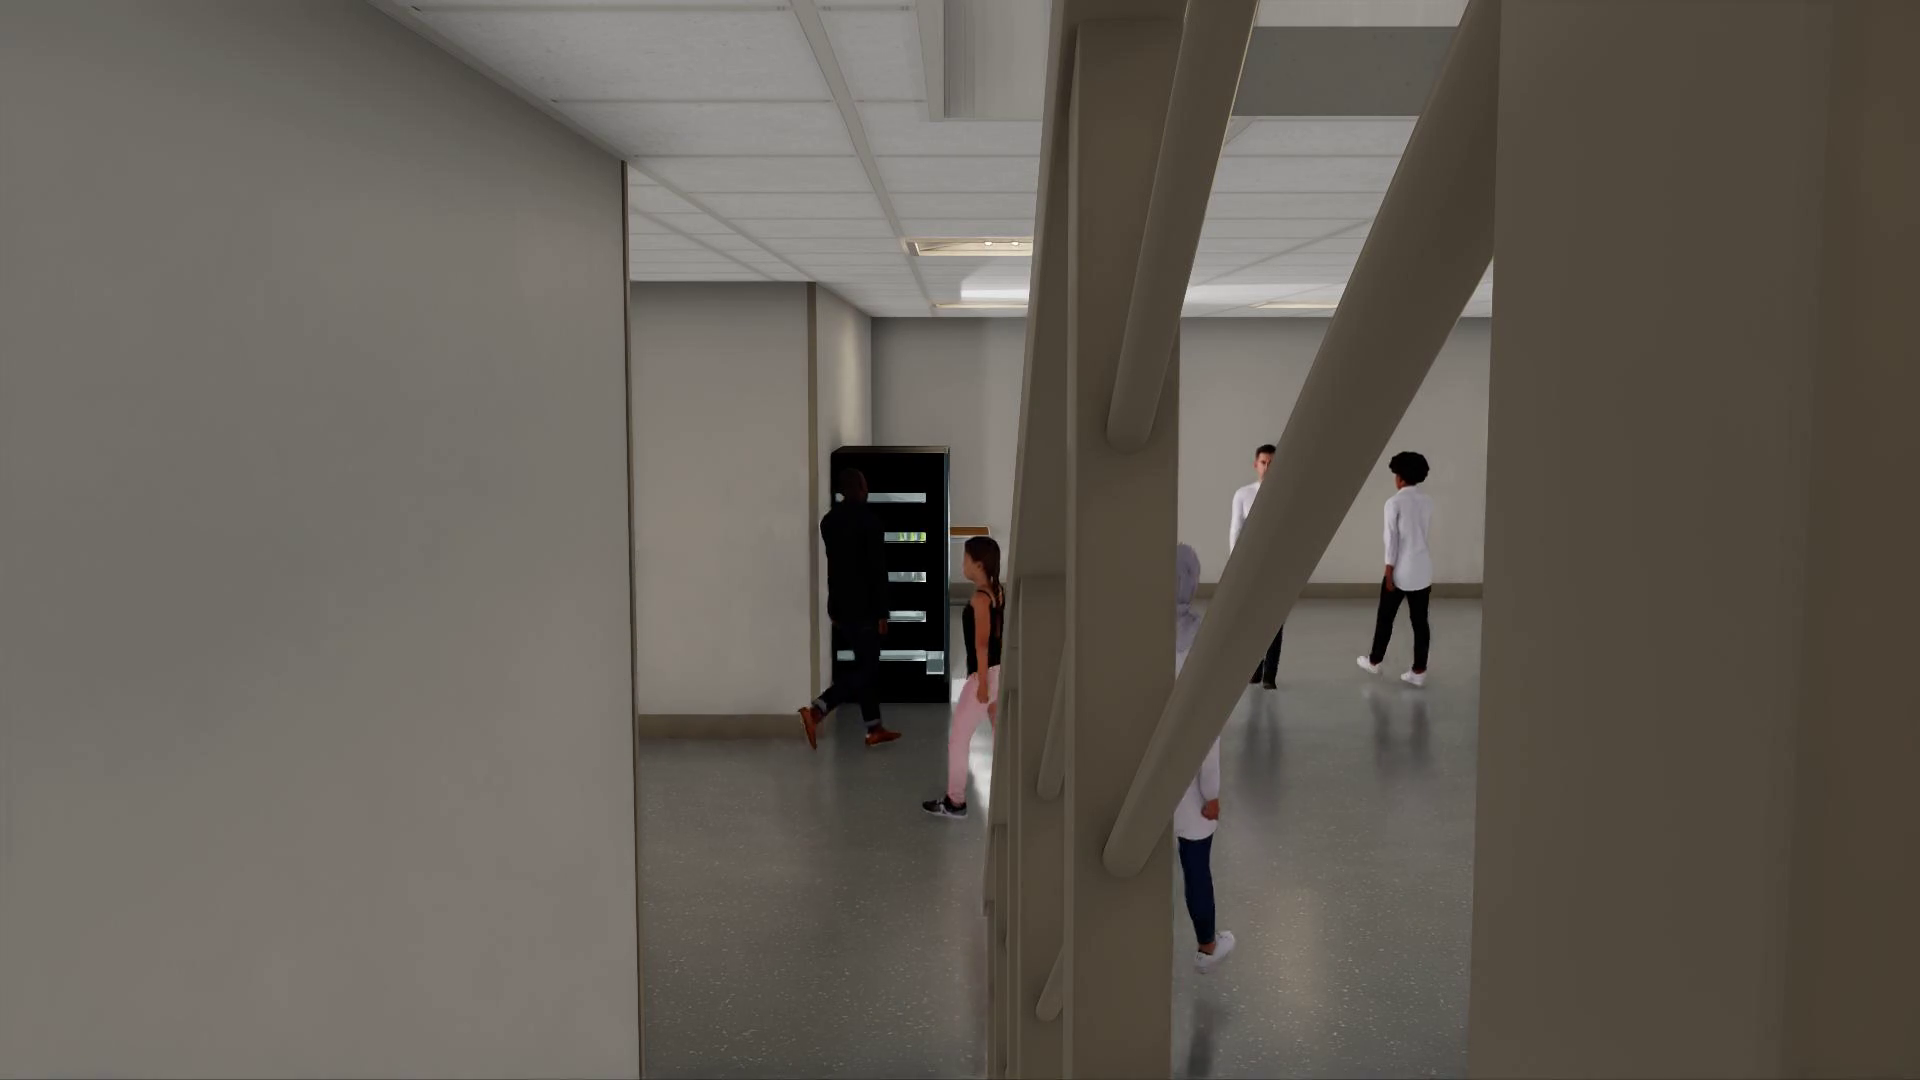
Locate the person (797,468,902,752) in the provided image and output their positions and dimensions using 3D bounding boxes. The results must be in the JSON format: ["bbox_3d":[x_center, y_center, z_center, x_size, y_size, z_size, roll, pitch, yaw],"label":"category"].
[{"bbox_3d":[-0.717,0.468,10.431,1.190,1.786,1.171,-5,7,-39],"label":"person"}]

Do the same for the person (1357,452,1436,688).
[{"bbox_3d":[3.499,0.235,12.754,0.810,1.784,1.032,-2,6,-17],"label":"person"}]

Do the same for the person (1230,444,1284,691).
[{"bbox_3d":[2.291,0.204,12.635,0.788,1.831,1.137,1,6,14],"label":"person"}]
